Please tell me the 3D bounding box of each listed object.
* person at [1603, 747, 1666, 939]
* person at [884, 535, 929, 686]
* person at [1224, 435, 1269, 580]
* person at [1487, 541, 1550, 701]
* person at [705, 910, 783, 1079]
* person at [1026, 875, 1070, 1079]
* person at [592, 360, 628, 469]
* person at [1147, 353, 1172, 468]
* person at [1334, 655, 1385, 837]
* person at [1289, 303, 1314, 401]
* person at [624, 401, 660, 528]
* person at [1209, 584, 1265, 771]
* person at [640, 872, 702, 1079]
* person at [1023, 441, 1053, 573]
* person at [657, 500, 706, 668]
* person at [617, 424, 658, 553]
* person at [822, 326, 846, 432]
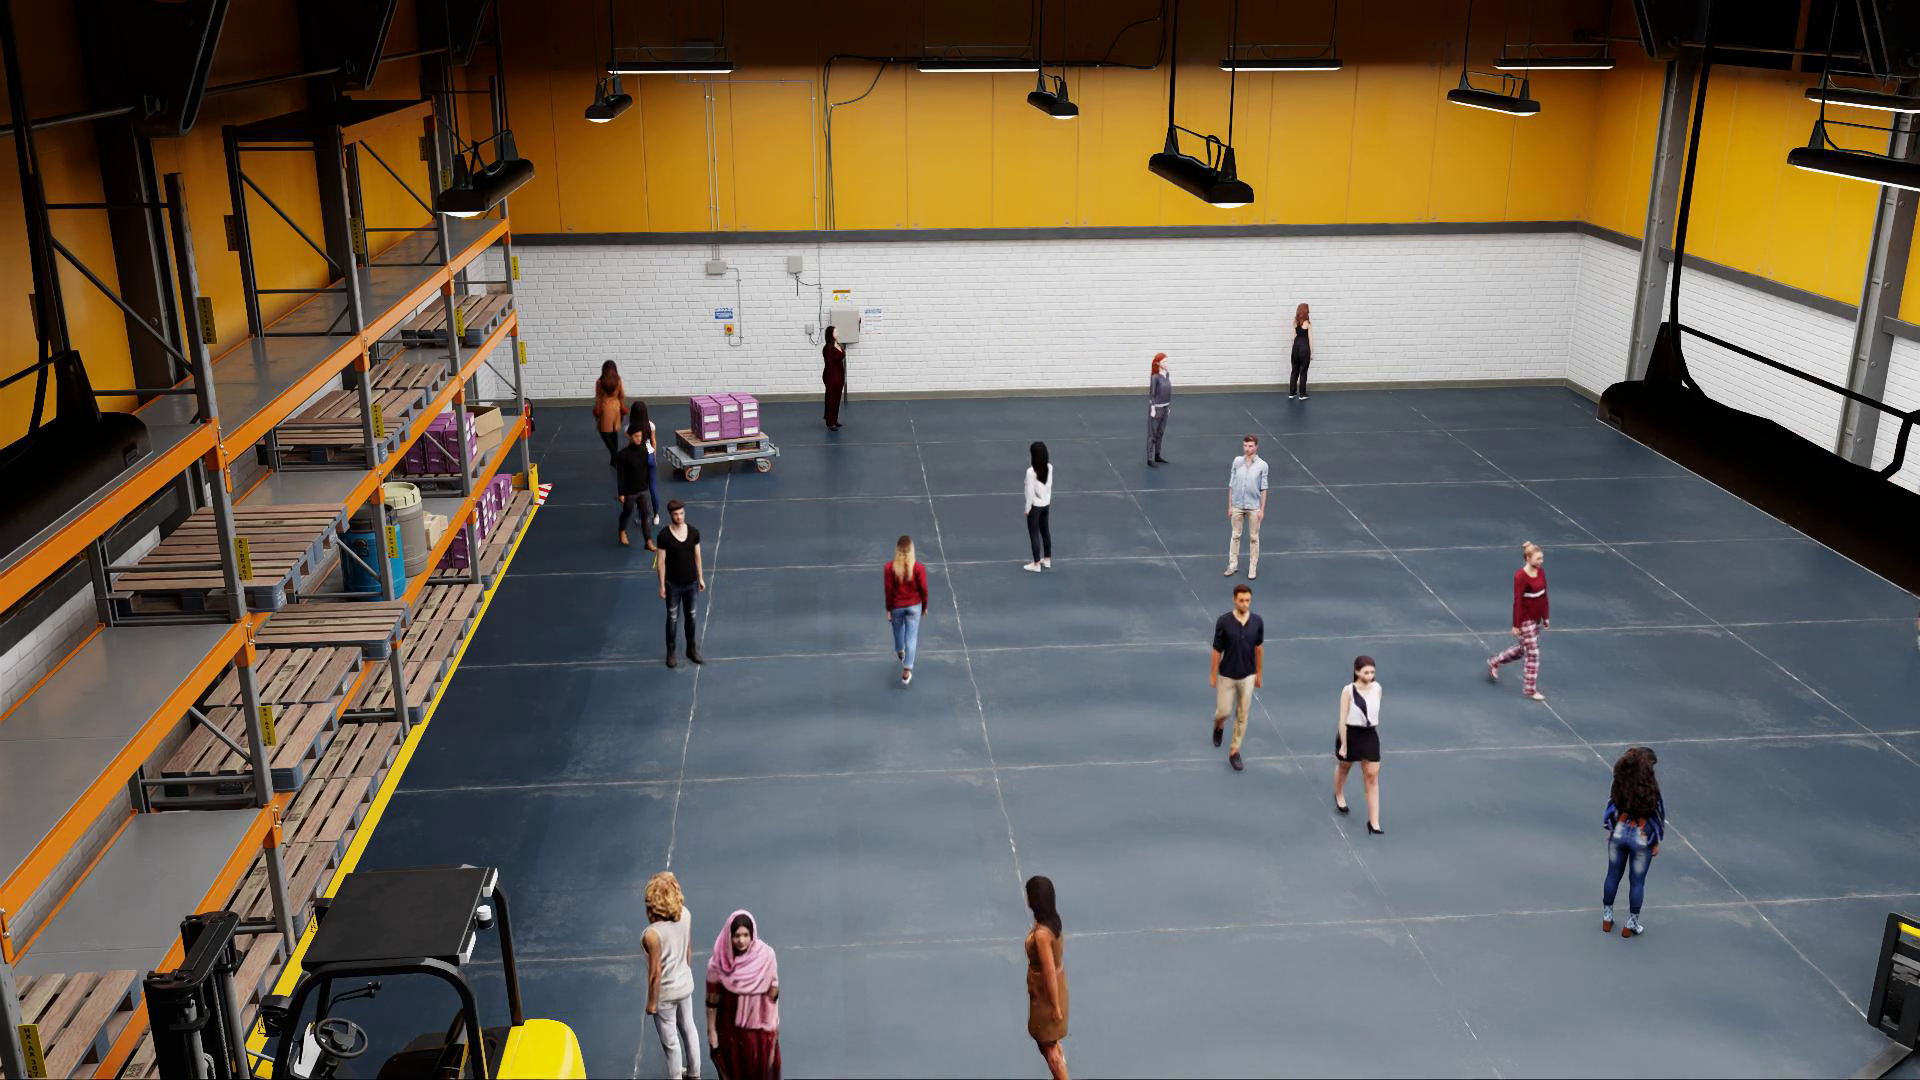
[{"bbox_3d":[5.290,2.361,13.095,0.687,1.617,0.753,16,24,39],"label":"person"},{"bbox_3d":[-0.585,0.783,17.841,0.682,1.577,1.092,0,19,0],"label":"person"},{"bbox_3d":[3.633,-0.438,21.043,0.732,1.848,0.723,8,20,22],"label":"person"},{"bbox_3d":[5.945,0.821,17.578,0.966,1.674,1.074,-16,24,-39],"label":"person"},{"bbox_3d":[-1.427,3.113,10.888,0.691,1.601,1.037,-4,19,-10],"label":"person"},{"bbox_3d":[0.625,3.045,11.006,0.814,1.653,0.569,-3,19,-10],"label":"person"},{"bbox_3d":[-5.369,-1.913,25.642,0.886,1.709,0.970,-10,21,-27],"label":"person"},{"bbox_3d":[3.100,-2.042,25.916,0.694,1.779,0.649,17,25,42],"label":"person"},{"bbox_3d":[3.501,1.779,14.840,0.689,1.606,1.110,-5,19,-13],"label":"person"},{"bbox_3d":[6.160,-3.426,30.073,0.654,1.747,0.713,15,24,37],"label":"person"},{"bbox_3d":[-4.383,-1.063,23.014,0.654,1.774,0.628,-8,20,-23],"label":"person"},{"bbox_3d":[2.635,1.267,15.979,0.645,1.850,0.822,-1,19,-4],"label":"person"},{"bbox_3d":[-1.938,2.988,11.151,0.747,1.670,0.654,10,21,26],"label":"person"},{"bbox_3d":[1.005,-0.439,21.277,0.754,1.700,0.700,16,24,39],"label":"person"},{"bbox_3d":[-3.079,0.452,18.327,0.754,1.895,0.698,-9,21,-26],"label":"person"},{"bbox_3d":[-4.362,-0.703,22.070,1.074,1.695,1.214,-15,24,-37],"label":"person"},{"bbox_3d":[-2.147,-2.735,28.003,0.774,1.759,0.613,3,19,8],"label":"person"}]
